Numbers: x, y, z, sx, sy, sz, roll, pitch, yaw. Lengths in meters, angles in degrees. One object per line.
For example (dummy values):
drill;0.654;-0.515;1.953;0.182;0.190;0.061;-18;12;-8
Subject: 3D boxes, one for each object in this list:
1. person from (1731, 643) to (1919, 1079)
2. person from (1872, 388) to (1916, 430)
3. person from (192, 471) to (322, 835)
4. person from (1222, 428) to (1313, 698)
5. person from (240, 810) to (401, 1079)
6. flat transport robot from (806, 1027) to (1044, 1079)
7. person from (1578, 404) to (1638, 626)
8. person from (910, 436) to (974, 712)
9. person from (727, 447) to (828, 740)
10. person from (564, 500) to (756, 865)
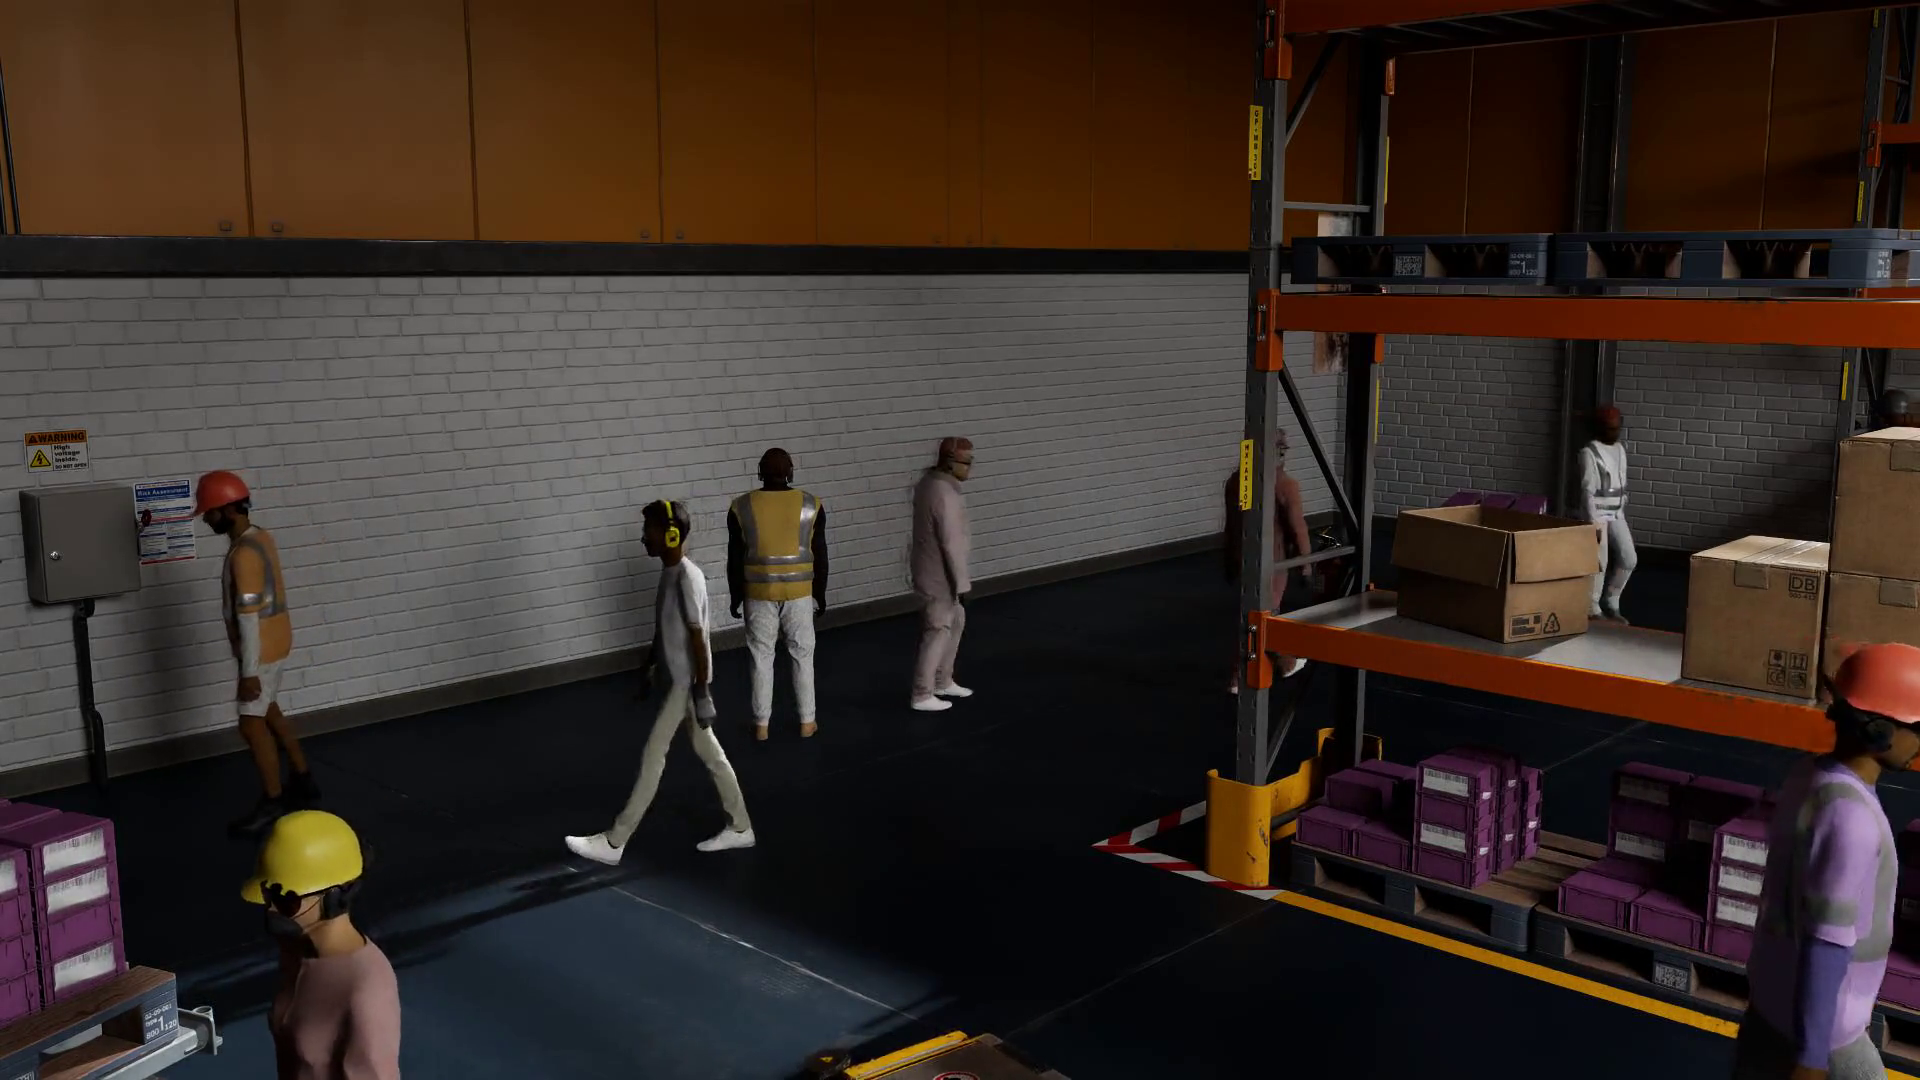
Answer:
person;2.359;1.243;4.507;1.096;1.972;0.622;3;10;17
person;7.363;-0.201;13.145;0.681;2.000;0.805;-3;10;-15
person;-3.690;0.579;8.757;0.541;1.909;0.655;-3;10;-17
person;2.196;0.143;11.616;0.969;1.852;0.658;-5;11;-30
person;-1.447;1.460;3.840;0.391;1.749;0.543;-9;13;-43
flat transport robot;0.123;1.942;5.417;0.652;0.197;1.431;-7;12;-37
person;5.273;-0.173;13.517;0.627;1.862;0.511;-7;11;-35
person;-0.063;0.236;11.000;0.607;1.868;0.733;-2;10;-15
person;-1.145;0.336;10.462;0.634;1.841;0.429;-2;9;-10
person;-1.473;0.713;8.234;0.996;1.815;0.510;-3;10;-16
